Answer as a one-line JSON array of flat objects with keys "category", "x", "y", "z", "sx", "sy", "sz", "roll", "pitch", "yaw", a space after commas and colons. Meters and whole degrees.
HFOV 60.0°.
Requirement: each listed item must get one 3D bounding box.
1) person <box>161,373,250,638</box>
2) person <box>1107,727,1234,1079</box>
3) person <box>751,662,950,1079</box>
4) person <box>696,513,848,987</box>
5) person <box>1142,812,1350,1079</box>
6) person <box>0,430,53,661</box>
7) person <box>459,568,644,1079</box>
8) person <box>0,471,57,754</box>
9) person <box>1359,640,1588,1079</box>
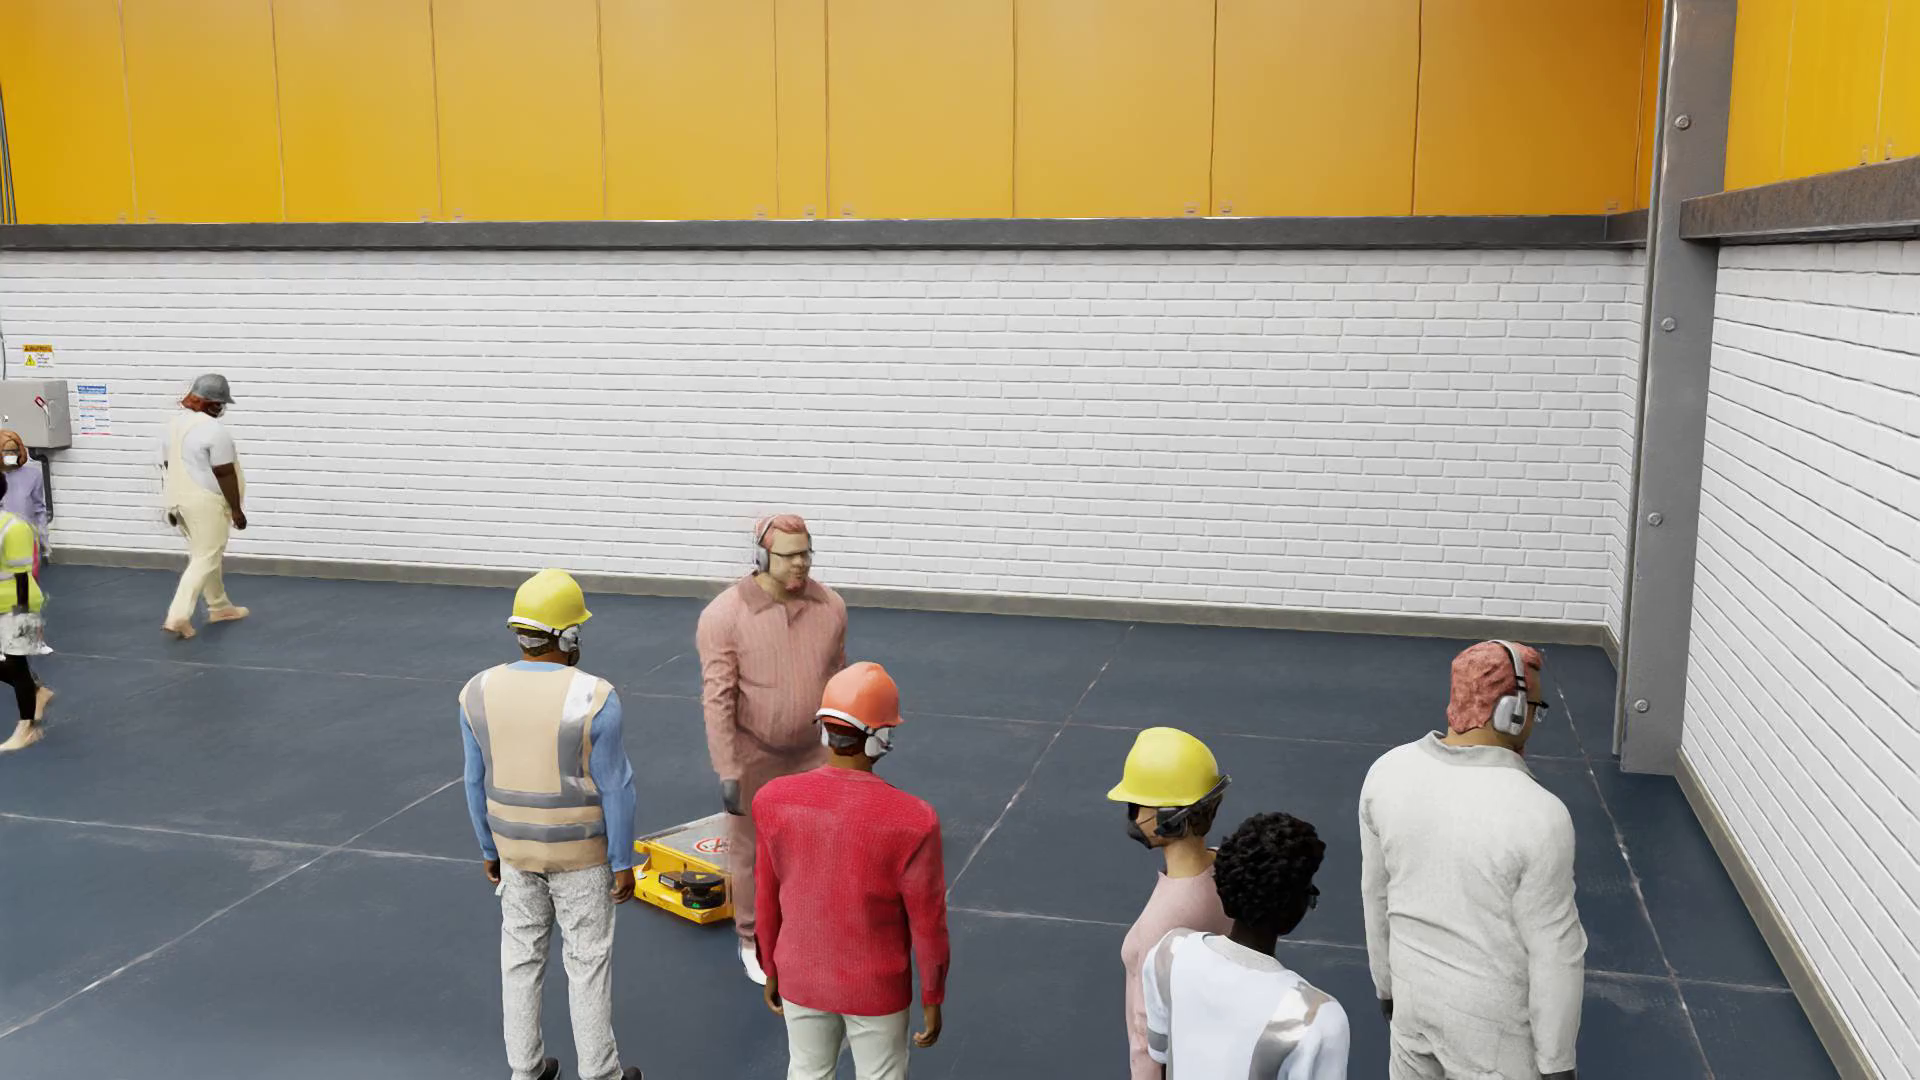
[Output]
[{"category": "person", "x": -5.775, "y": -0.305, "z": 12.565, "sx": 0.722, "sy": 2.000, "sz": 0.864, "roll": 7, "pitch": 12, "yaw": 36}, {"category": "person", "x": 0.502, "y": 1.303, "z": 3.931, "sx": 0.341, "sy": 1.760, "sz": 0.525, "roll": 4, "pitch": 11, "yaw": 24}, {"category": "person", "x": -0.293, "y": 1.195, "z": 4.623, "sx": 0.574, "sy": 1.740, "sz": 0.349, "roll": 3, "pitch": 10, "yaw": 18}, {"category": "person", "x": -0.643, "y": 0.843, "z": 6.304, "sx": 0.655, "sy": 1.882, "sz": 0.749, "roll": -5, "pitch": 11, "yaw": -28}, {"category": "person", "x": 0.605, "y": 1.403, "z": 3.560, "sx": 0.319, "sy": 1.686, "sz": 0.539, "roll": -8, "pitch": 13, "yaw": -40}, {"category": "person", "x": -6.713, "y": 0.030, "z": 11.790, "sx": 0.280, "sy": 1.633, "sz": 0.498, "roll": 8, "pitch": 13, "yaw": 40}, {"category": "person", "x": -1.328, "y": 1.000, "z": 5.495, "sx": 0.592, "sy": 1.833, "sz": 0.404, "roll": 3, "pitch": 10, "yaw": 15}, {"category": "person", "x": -5.474, "y": 0.378, "z": 9.598, "sx": 0.546, "sy": 1.688, "sz": 0.439, "roll": 4, "pitch": 10, "yaw": 21}, {"category": "person", "x": 1.307, "y": 1.187, "z": 4.200, "sx": 0.406, "sy": 1.902, "sz": 0.638, "roll": -6, "pitch": 11, "yaw": -31}]
